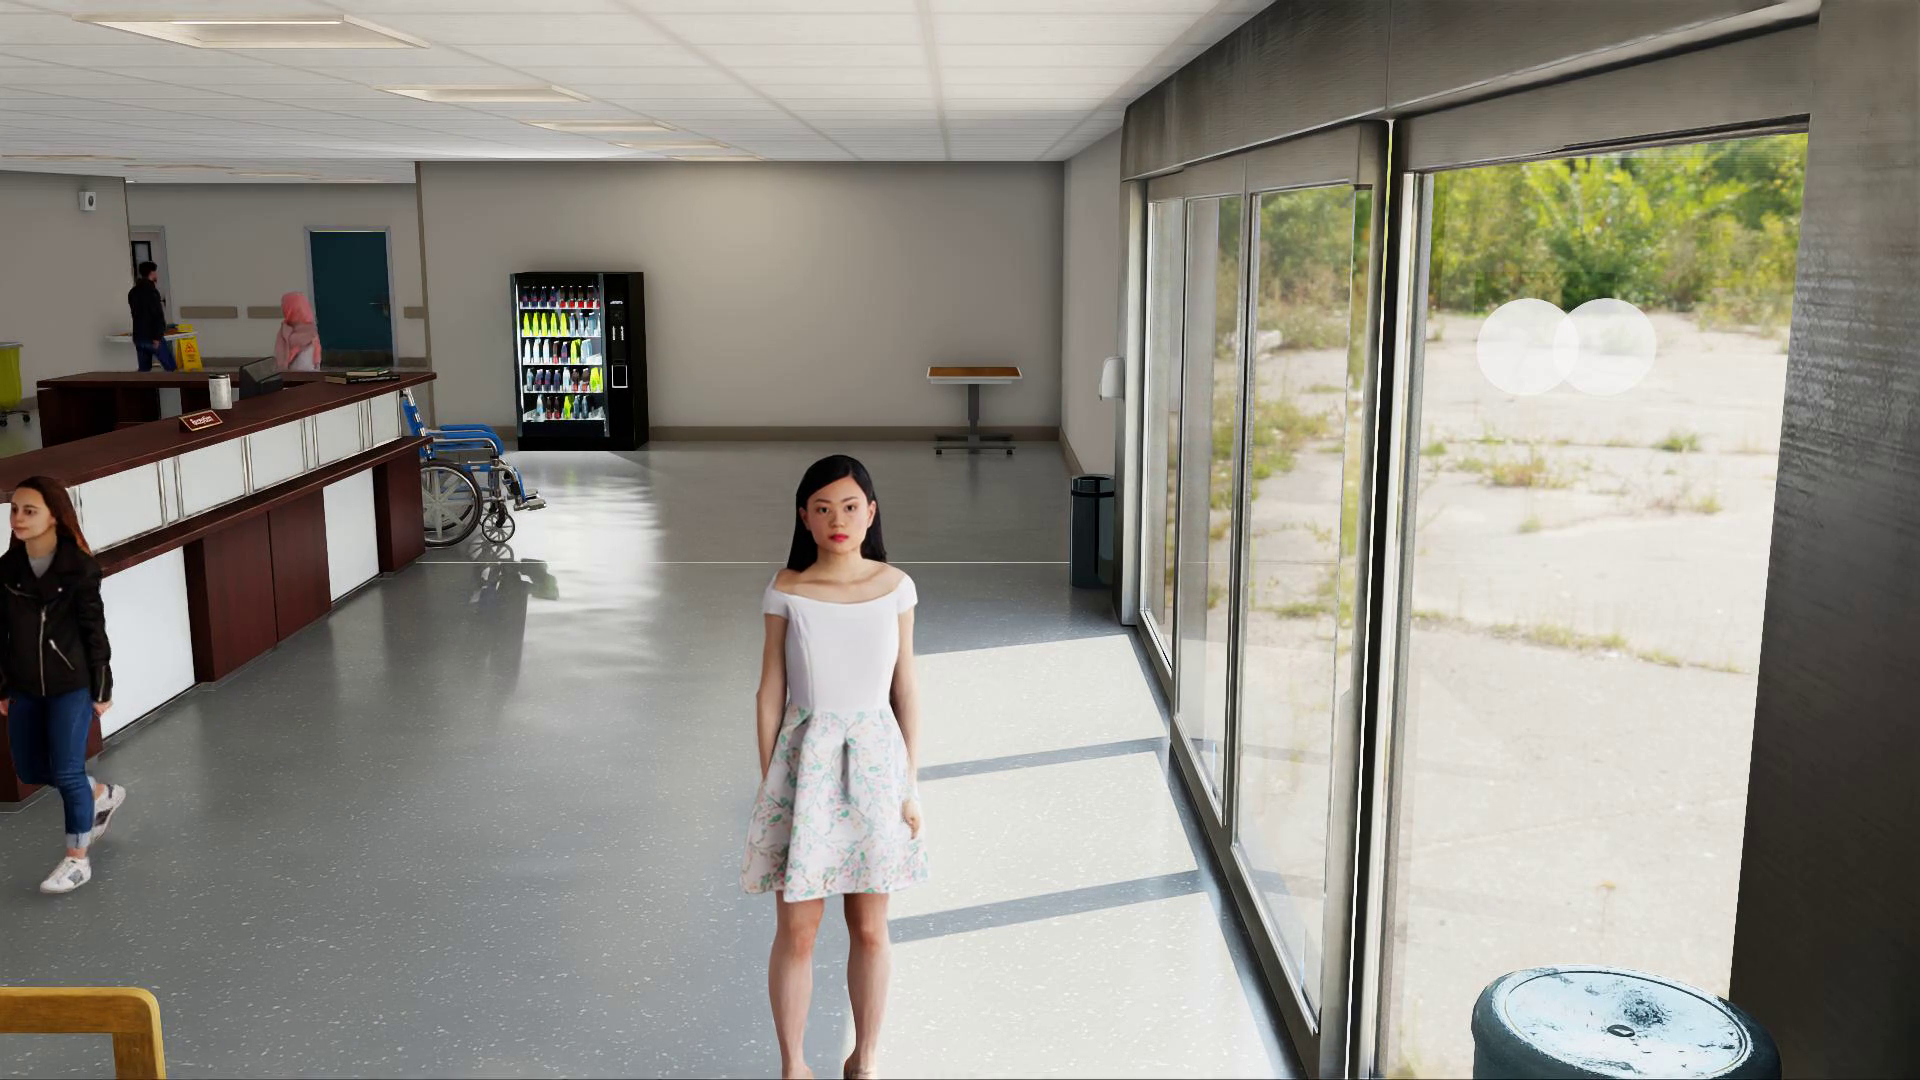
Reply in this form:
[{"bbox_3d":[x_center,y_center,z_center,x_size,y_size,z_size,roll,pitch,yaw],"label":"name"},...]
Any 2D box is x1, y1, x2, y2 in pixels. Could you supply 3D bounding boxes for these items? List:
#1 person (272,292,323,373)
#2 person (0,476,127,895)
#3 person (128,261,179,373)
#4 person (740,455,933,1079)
[{"bbox_3d":[-5.162,-1.036,13.219,1.199,1.759,0.712,1,11,6],"label":"person"},{"bbox_3d":[-3.186,0.492,5.936,0.733,1.472,0.700,2,11,10],"label":"person"},{"bbox_3d":[-10.086,-2.479,20.520,0.913,1.871,0.942,5,12,24],"label":"person"},{"bbox_3d":[-0.308,0.664,4.217,0.648,1.774,0.767,-3,11,-13],"label":"person"}]
